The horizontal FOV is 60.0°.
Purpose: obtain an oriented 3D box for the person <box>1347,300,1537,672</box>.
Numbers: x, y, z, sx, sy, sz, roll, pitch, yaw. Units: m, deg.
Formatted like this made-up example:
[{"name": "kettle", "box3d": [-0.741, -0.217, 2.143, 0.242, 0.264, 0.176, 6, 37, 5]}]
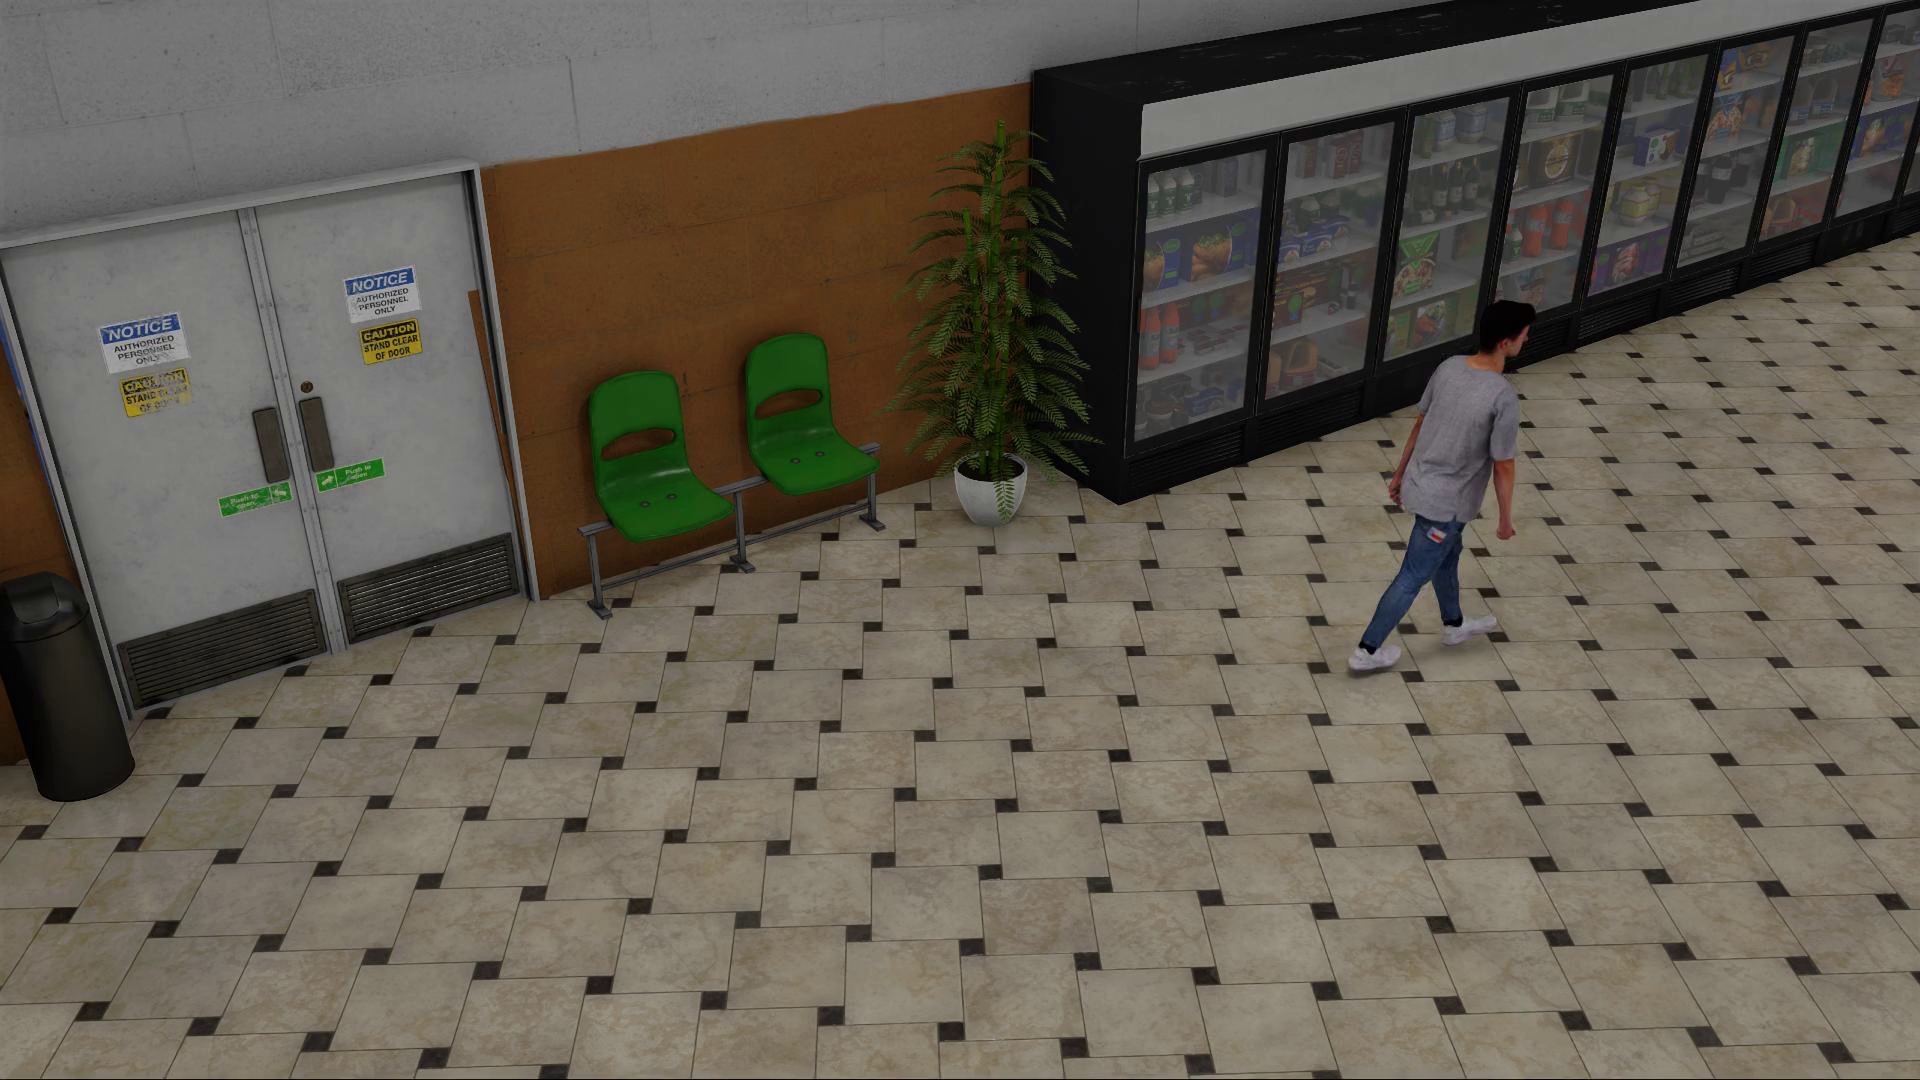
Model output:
[{"name": "person", "box3d": [2.129, -0.199, 7.635, 0.925, 1.832, 1.090, -14, 32, -24]}]
